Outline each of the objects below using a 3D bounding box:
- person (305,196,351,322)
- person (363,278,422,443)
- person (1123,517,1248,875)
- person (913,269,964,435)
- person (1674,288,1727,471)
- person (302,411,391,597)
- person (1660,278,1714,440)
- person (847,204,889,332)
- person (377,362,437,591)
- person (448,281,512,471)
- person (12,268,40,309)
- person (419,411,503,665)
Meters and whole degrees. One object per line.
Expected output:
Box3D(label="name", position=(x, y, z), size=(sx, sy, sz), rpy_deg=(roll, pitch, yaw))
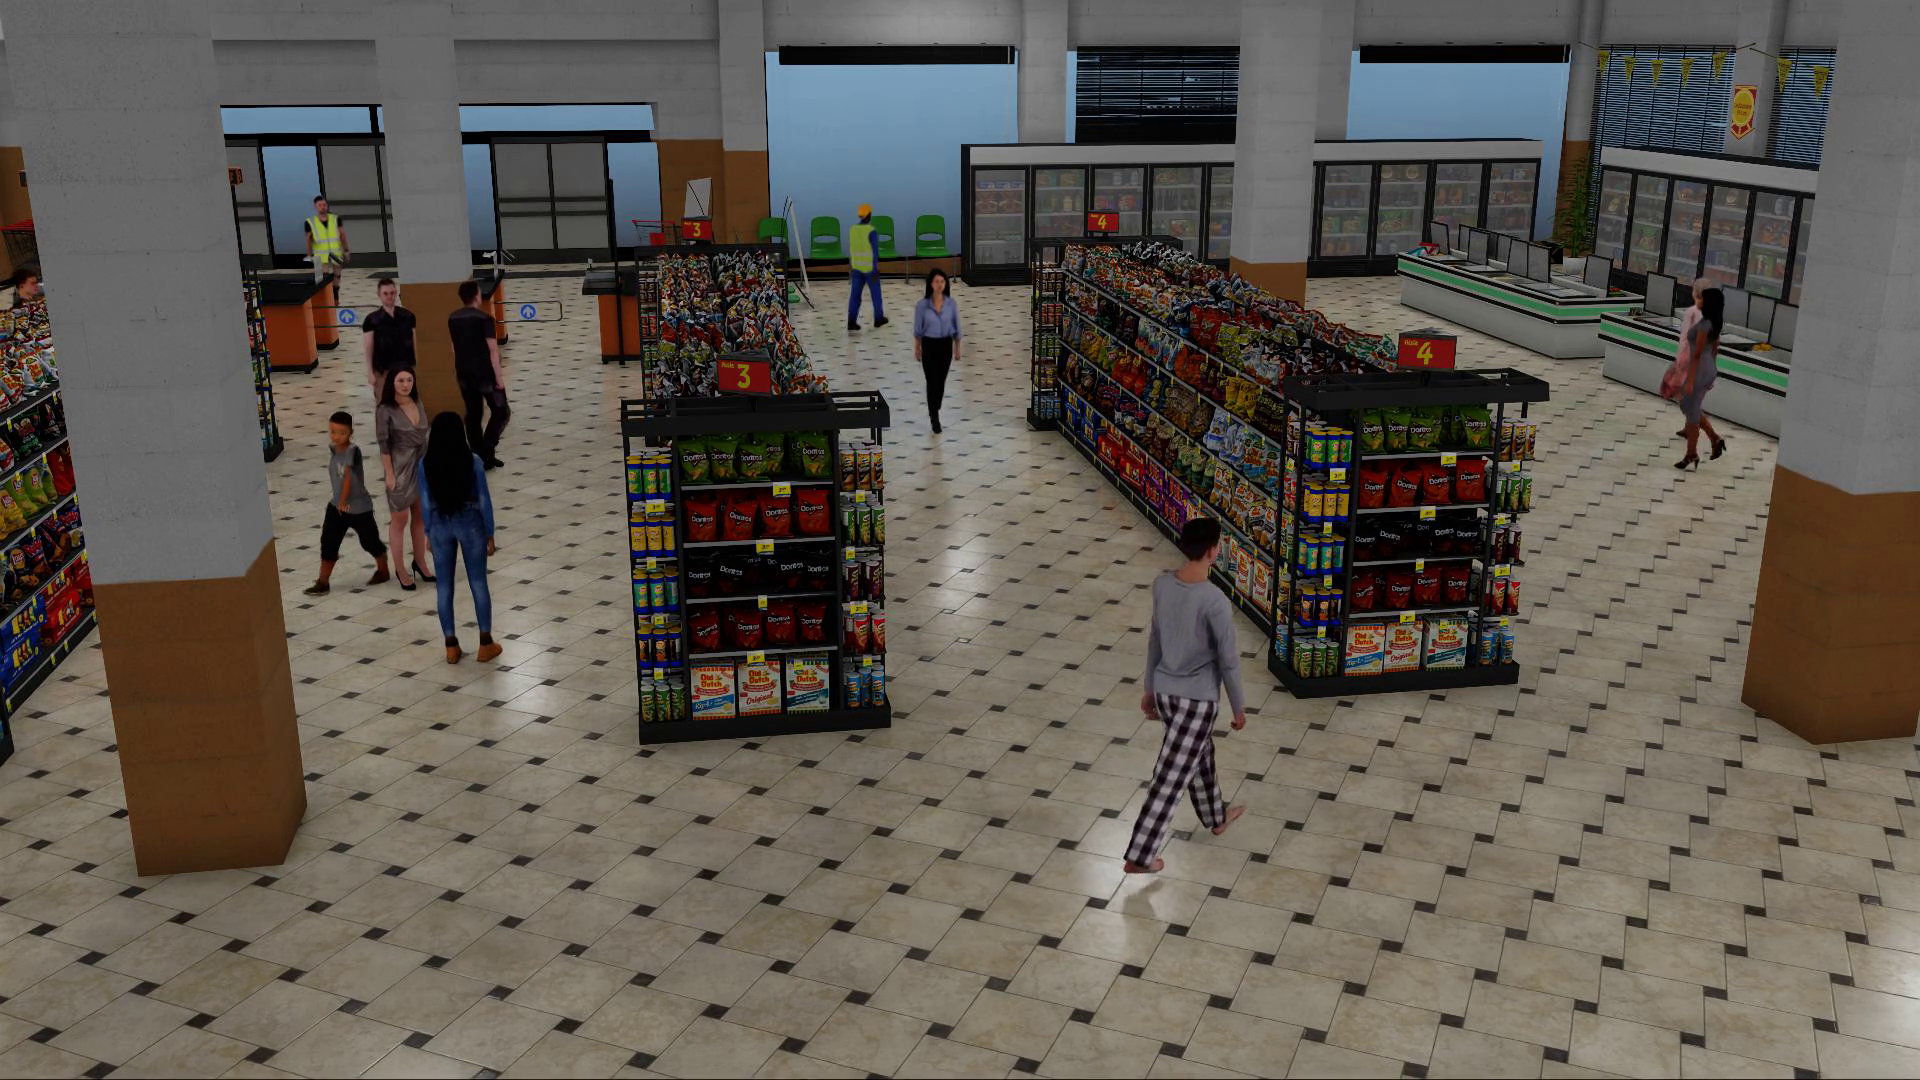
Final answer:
Box3D(label="person", position=(-9.331, -4.148, 24.563), size=(1.080, 1.799, 1.303), rpy_deg=(-13, 21, -36))
Box3D(label="person", position=(-5.587, -1.647, 16.339), size=(1.026, 1.791, 1.313), rpy_deg=(-11, 20, -32))
Box3D(label="person", position=(1.062, 0.825, 8.197), size=(1.096, 1.794, 1.203), rpy_deg=(-14, 22, -38))
Box3D(label="person", position=(-0.261, -2.007, 17.653), size=(0.706, 1.717, 0.968), rpy_deg=(-4, 17, -14))
Box3D(label="person", position=(7.192, -1.516, 15.943), size=(0.860, 1.770, 0.795), rpy_deg=(13, 21, 37))
Box3D(label="person", position=(-4.581, -0.337, 12.655), size=(0.915, 1.426, 1.020), rpy_deg=(9, 19, 29))
Box3D(label="person", position=(7.646, -1.848, 17.193), size=(0.676, 1.682, 0.747), rpy_deg=(-6, 18, -20))
Box3D(label="person", position=(-1.398, -3.796, 23.451), size=(1.141, 1.772, 1.288), rpy_deg=(9, 19, 27))
Box3D(label="person", position=(-4.206, -0.499, 12.641), size=(0.729, 1.744, 0.652), rpy_deg=(10, 19, 29))
Box3D(label="person", position=(-4.652, -1.537, 15.892), size=(0.846, 1.842, 0.860), rpy_deg=(8, 18, 23))
Box3D(label="person", position=(-9.448, -1.836, 16.880), size=(0.753, 1.839, 0.566), rpy_deg=(-2, 17, -8))
Box3D(label="person", position=(-3.355, -0.018, 11.113), size=(0.630, 1.712, 0.555), rpy_deg=(-1, 17, -3))
